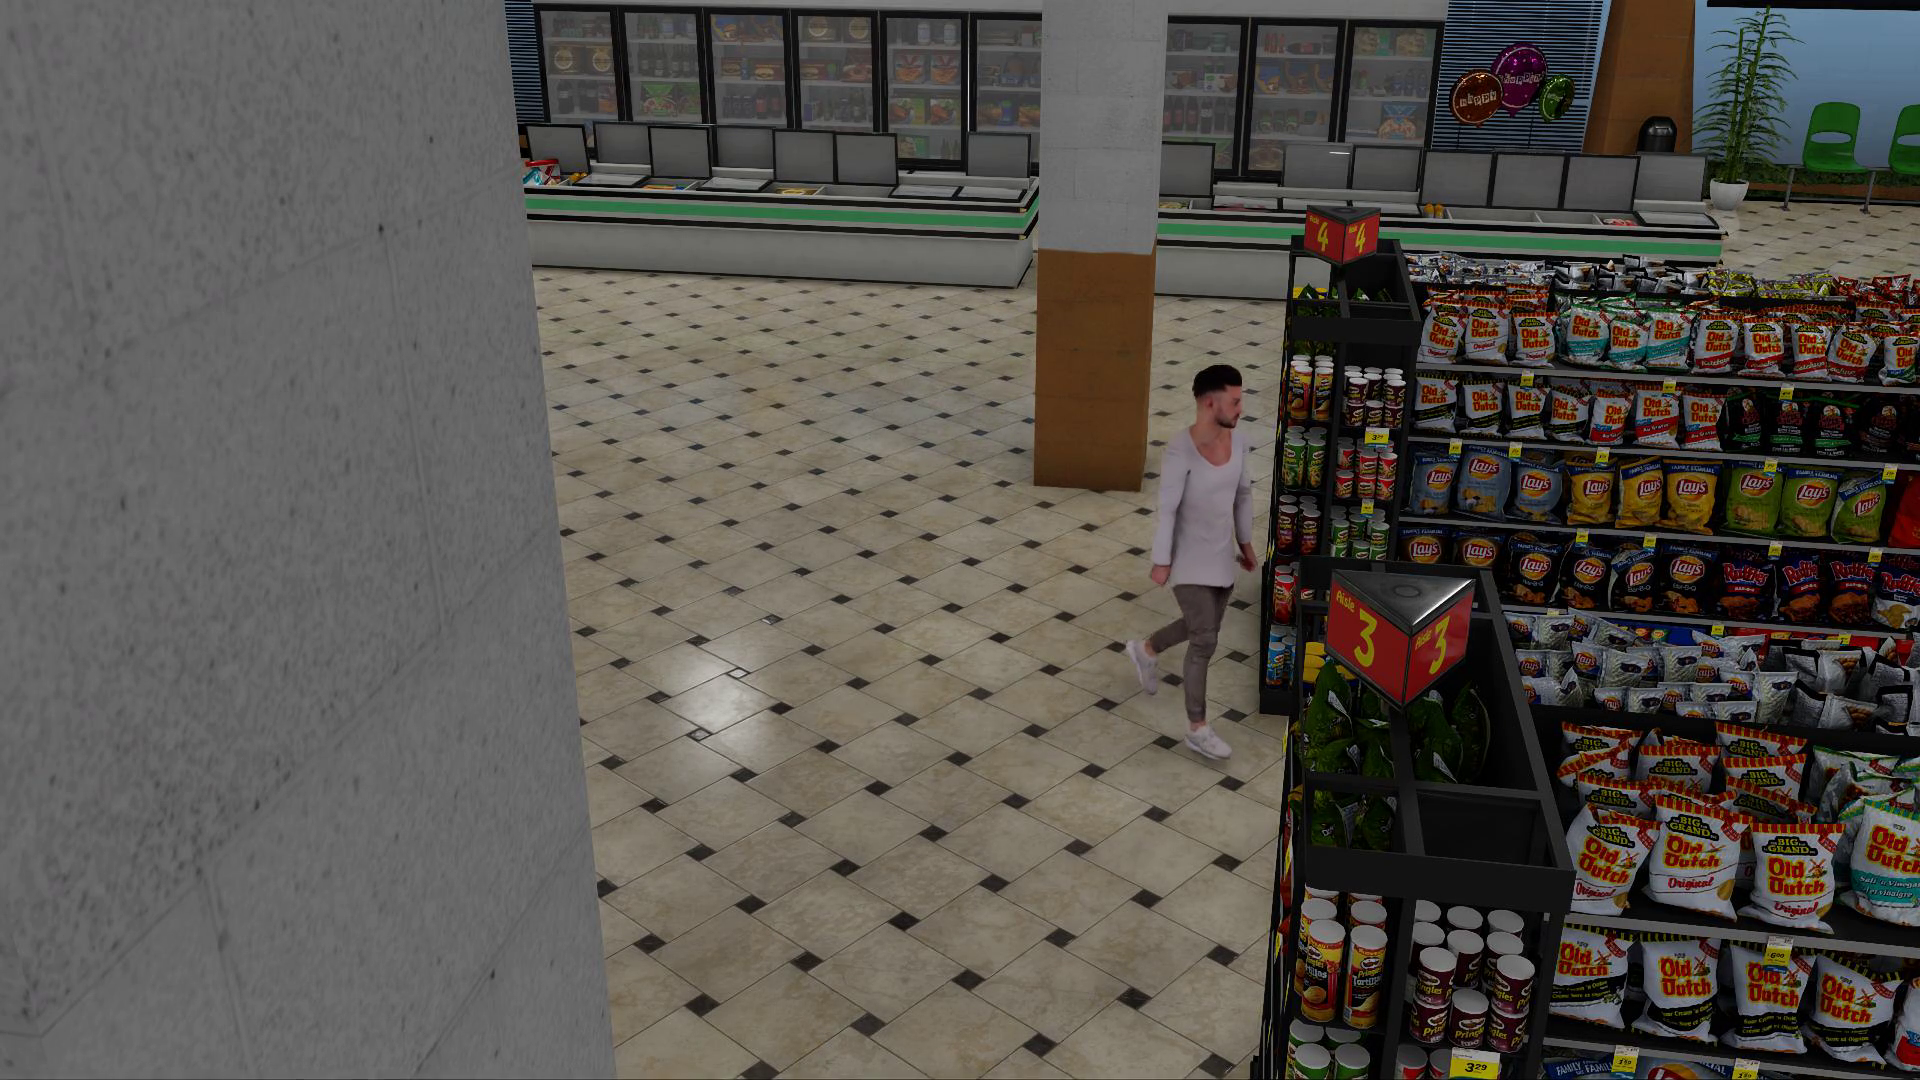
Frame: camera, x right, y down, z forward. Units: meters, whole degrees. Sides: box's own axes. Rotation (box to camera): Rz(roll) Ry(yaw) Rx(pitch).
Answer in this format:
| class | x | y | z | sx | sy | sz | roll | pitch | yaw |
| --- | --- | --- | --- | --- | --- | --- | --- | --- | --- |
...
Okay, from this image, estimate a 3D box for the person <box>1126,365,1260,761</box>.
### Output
| class | x | y | z | sx | sy | sz | roll | pitch | yaw |
| --- | --- | --- | --- | --- | --- | --- | --- | --- | --- |
| person | 1.055 | 0.054 | 7.643 | 1.056 | 1.802 | 1.185 | -19 | 30 | -36 |
